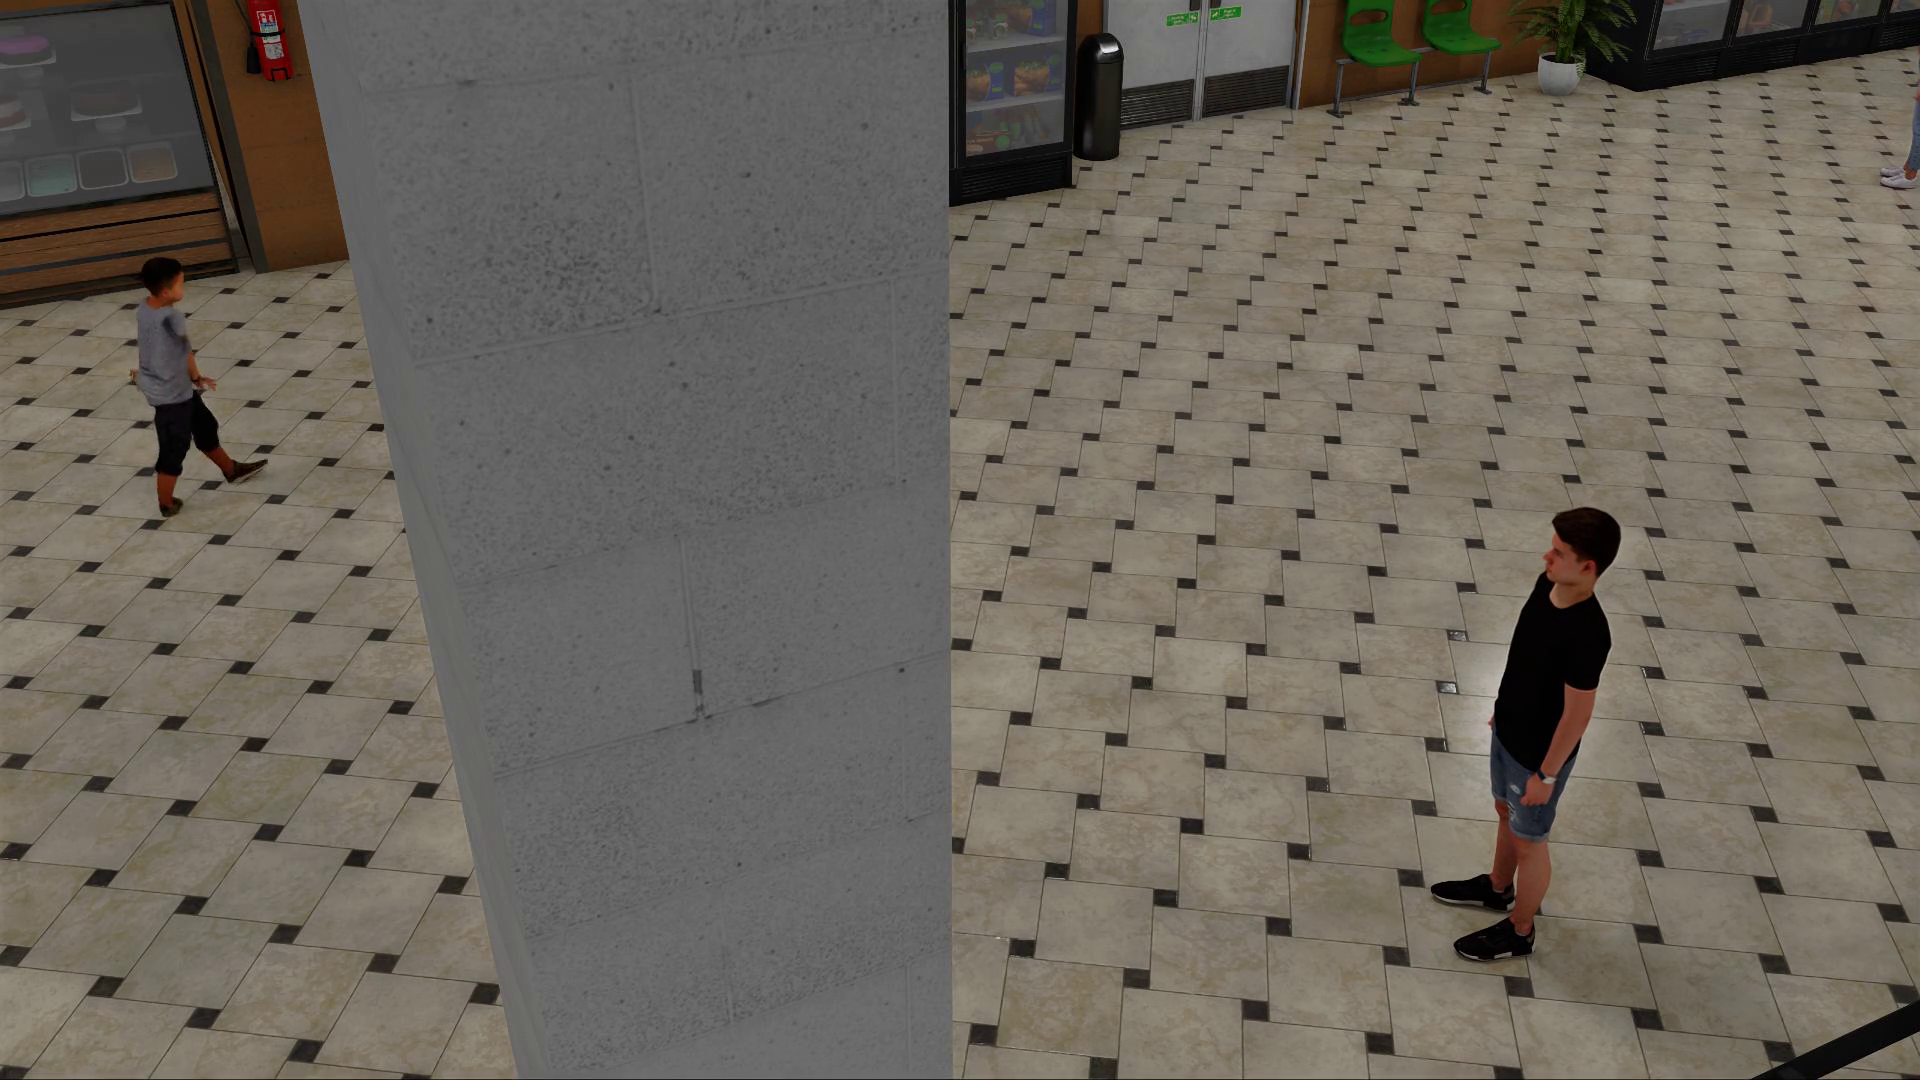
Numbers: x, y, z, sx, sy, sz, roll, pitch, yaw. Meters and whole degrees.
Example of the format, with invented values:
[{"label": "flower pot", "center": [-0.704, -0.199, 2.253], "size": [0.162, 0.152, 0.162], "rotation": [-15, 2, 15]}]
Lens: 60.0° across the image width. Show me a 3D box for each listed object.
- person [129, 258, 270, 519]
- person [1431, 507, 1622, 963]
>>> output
[{"label": "person", "center": [-4.189, -0.817, 8.681], "size": [0.900, 1.423, 0.864], "rotation": [15, 35, 23]}, {"label": "person", "center": [2.042, 0.690, 5.857], "size": [0.792, 1.847, 0.641], "rotation": [-1, 32, -1]}]
